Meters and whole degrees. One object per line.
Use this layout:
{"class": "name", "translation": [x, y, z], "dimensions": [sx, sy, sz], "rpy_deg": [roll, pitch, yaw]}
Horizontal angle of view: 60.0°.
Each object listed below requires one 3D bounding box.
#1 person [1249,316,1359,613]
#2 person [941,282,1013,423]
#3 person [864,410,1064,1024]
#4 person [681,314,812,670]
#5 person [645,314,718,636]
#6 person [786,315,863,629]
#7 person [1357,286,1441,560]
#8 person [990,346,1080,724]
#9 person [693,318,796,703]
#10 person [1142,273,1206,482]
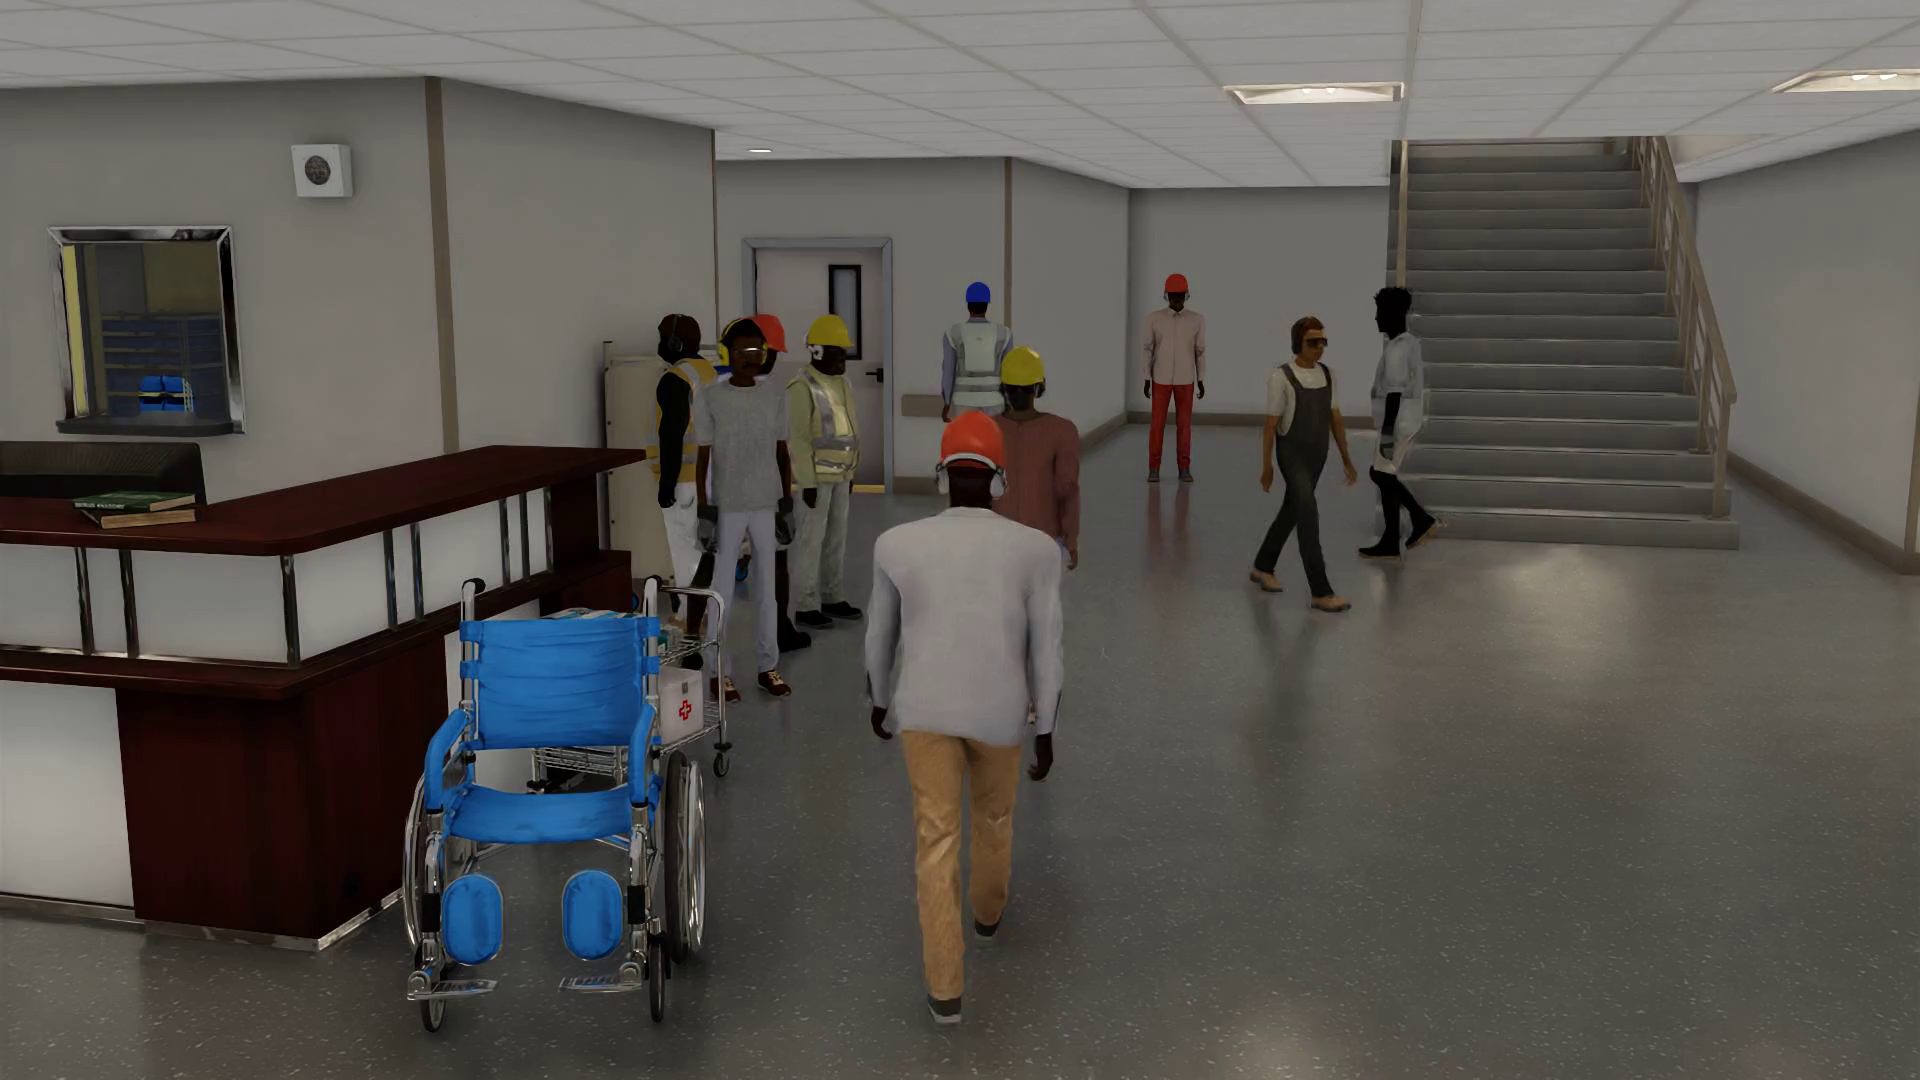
{"class": "person", "translation": [2.120, -0.497, 10.382], "dimensions": [0.524, 1.800, 0.981], "rpy_deg": [-6, 11, -33]}
{"class": "person", "translation": [0.147, -1.152, 13.766], "dimensions": [0.617, 1.946, 0.396], "rpy_deg": [-1, 10, -8]}
{"class": "person", "translation": [0.008, 0.474, 4.893], "dimensions": [0.580, 1.700, 0.894], "rpy_deg": [0, 10, 1]}
{"class": "person", "translation": [-1.157, -0.248, 8.764], "dimensions": [0.576, 1.867, 0.916], "rpy_deg": [4, 10, 21]}
{"class": "person", "translation": [-1.576, -0.368, 9.510], "dimensions": [0.429, 1.837, 0.629], "rpy_deg": [2, 10, 10]}
{"class": "person", "translation": [-0.787, -0.398, 9.706], "dimensions": [0.403, 1.822, 0.599], "rpy_deg": [5, 11, 26]}
{"class": "person", "translation": [3.108, -0.817, 11.778], "dimensions": [0.478, 1.950, 0.628], "rpy_deg": [4, 10, 21]}
{"class": "person", "translation": [0.296, -0.012, 7.651], "dimensions": [0.531, 1.754, 0.385], "rpy_deg": [2, 10, 11]}
{"class": "person", "translation": [-1.039, -0.141, 8.083], "dimensions": [0.514, 1.861, 0.322], "rpy_deg": [-5, 11, -27]}
{"class": "person", "translation": [2.052, -1.546, 15.946], "dimensions": [0.611, 1.996, 0.379], "rpy_deg": [0, 10, 0]}
